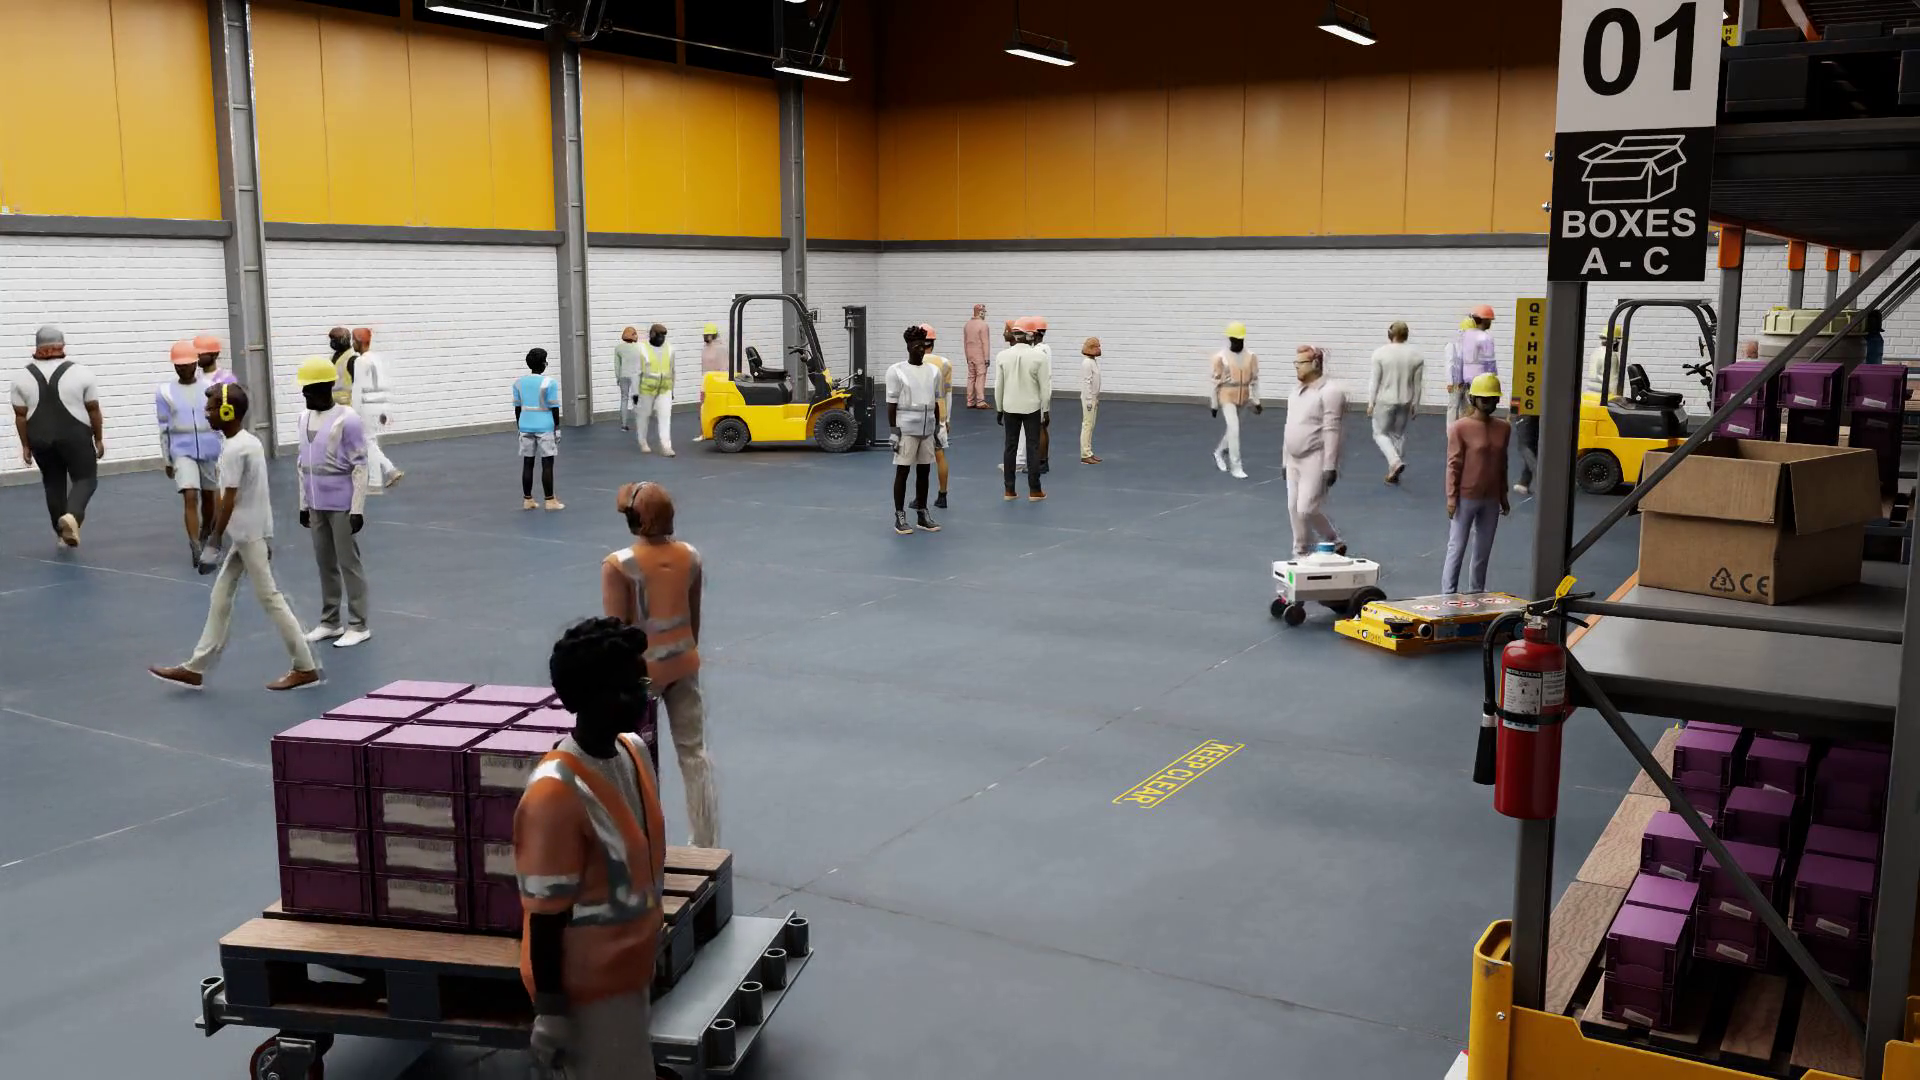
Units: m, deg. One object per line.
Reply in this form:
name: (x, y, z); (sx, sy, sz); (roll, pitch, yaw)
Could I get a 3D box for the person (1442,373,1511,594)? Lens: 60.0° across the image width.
person: (3.659, -0.295, 11.719); (0.532, 1.767, 0.328); (-4, 10, -22)

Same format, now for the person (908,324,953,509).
person: (-0.349, -1.279, 17.346); (0.542, 1.931, 0.376); (-4, 10, -23)

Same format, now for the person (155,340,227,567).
person: (-6.549, -0.761, 14.218); (0.543, 1.903, 0.963); (-6, 11, -32)

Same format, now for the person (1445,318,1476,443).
person: (7.284, -2.300, 24.056); (0.588, 1.823, 0.403); (-5, 10, -27)

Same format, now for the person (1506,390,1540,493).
person: (6.353, -1.380, 18.341); (0.529, 1.819, 0.766); (-1, 9, -6)

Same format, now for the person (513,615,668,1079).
person: (-0.848, 1.000, 3.856); (0.393, 1.683, 0.552); (1, 9, 9)

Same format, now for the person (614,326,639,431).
person: (-5.146, -2.515, 25.985); (0.507, 1.632, 0.268); (2, 9, 14)

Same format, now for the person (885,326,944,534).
person: (-0.422, -1.045, 15.778); (0.607, 1.966, 0.367); (-7, 11, -36)

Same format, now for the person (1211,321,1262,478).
person: (3.310, -1.731, 20.317); (0.588, 1.891, 0.921); (-4, 10, -23)

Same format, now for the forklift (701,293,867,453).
forklift: (-2.458, -2.344, 23.176); (2.313, 2.155, 1.214); (0, 9, -2)

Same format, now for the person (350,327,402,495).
person: (-6.569, -1.424, 18.457); (0.421, 1.872, 0.601); (-1, 9, -5)

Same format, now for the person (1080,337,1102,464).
person: (1.707, -1.805, 21.546); (0.277, 1.636, 0.504); (2, 9, 14)

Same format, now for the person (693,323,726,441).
person: (-3.589, -2.336, 24.547); (0.524, 1.741, 0.754); (7, 12, 38)

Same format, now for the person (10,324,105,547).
person: (-7.981, -0.914, 14.729); (0.694, 2.000, 0.747); (-2, 9, -11)

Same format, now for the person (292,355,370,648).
person: (-4.158, -0.251, 10.950); (0.594, 1.922, 0.386); (5, 11, 31)

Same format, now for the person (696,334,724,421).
person: (-4.068, -2.799, 27.886); (0.498, 1.592, 0.818); (7, 11, 37)

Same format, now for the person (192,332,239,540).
person: (-6.917, -0.981, 15.525); (0.555, 1.922, 0.727); (4, 10, 26)

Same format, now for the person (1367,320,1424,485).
person: (5.027, -1.562, 19.149); (0.642, 1.919, 0.569); (-2, 9, -11)

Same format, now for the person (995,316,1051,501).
person: (0.686, -1.419, 18.025); (0.621, 1.990, 0.391); (3, 10, 19)

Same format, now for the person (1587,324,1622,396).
person: (8.120, -1.796, 20.931); (0.411, 1.821, 0.624); (0, 9, 1)

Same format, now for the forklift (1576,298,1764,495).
forklift: (7.954, -1.589, 18.462); (2.313, 2.155, 1.214); (5, 11, 30)

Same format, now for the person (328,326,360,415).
person: (-7.201, -1.574, 19.472); (0.632, 1.840, 0.429); (9, 13, 43)

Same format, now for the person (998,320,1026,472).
person: (0.672, -1.781, 20.627); (0.355, 1.883, 0.573); (-1, 9, -5)

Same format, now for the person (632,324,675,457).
person: (-4.155, -2.035, 22.546); (0.644, 1.789, 1.009); (-5, 11, -30)

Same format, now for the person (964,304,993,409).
person: (0.349, -3.321, 30.166); (0.401, 1.907, 0.646); (-6, 11, -35)

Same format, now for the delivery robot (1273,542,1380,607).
delivery robot: (2.579, 0.261, 11.723); (0.707, 0.478, 0.477); (-2, 9, -11)

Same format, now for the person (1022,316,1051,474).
person: (0.936, -1.779, 20.442); (0.360, 1.936, 0.552); (2, 9, 14)

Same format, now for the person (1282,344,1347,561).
person: (2.834, -0.634, 13.451); (0.456, 1.891, 0.662); (-4, 10, -22)

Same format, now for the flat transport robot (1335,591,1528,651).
flat transport robot: (3.313, 0.531, 11.212); (1.431, 0.197, 0.652); (-4, 10, -23)

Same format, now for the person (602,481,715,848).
person: (-1.317, 0.548, 6.951); (0.859, 1.591, 0.542); (8, 12, 42)

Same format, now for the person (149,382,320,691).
person: (-4.245, 0.006, 9.658); (0.961, 1.819, 0.544); (-3, 10, -18)

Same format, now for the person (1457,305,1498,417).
person: (7.232, -2.213, 22.896); (0.833, 2.013, 0.649); (-2, 9, -15)

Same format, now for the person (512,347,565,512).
person: (-4.353, -1.136, 17.178); (0.539, 1.695, 0.318); (3, 10, 20)

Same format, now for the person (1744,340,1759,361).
person: (10.135, -1.761, 21.371); (0.804, 1.604, 0.509); (-4, 10, -22)
